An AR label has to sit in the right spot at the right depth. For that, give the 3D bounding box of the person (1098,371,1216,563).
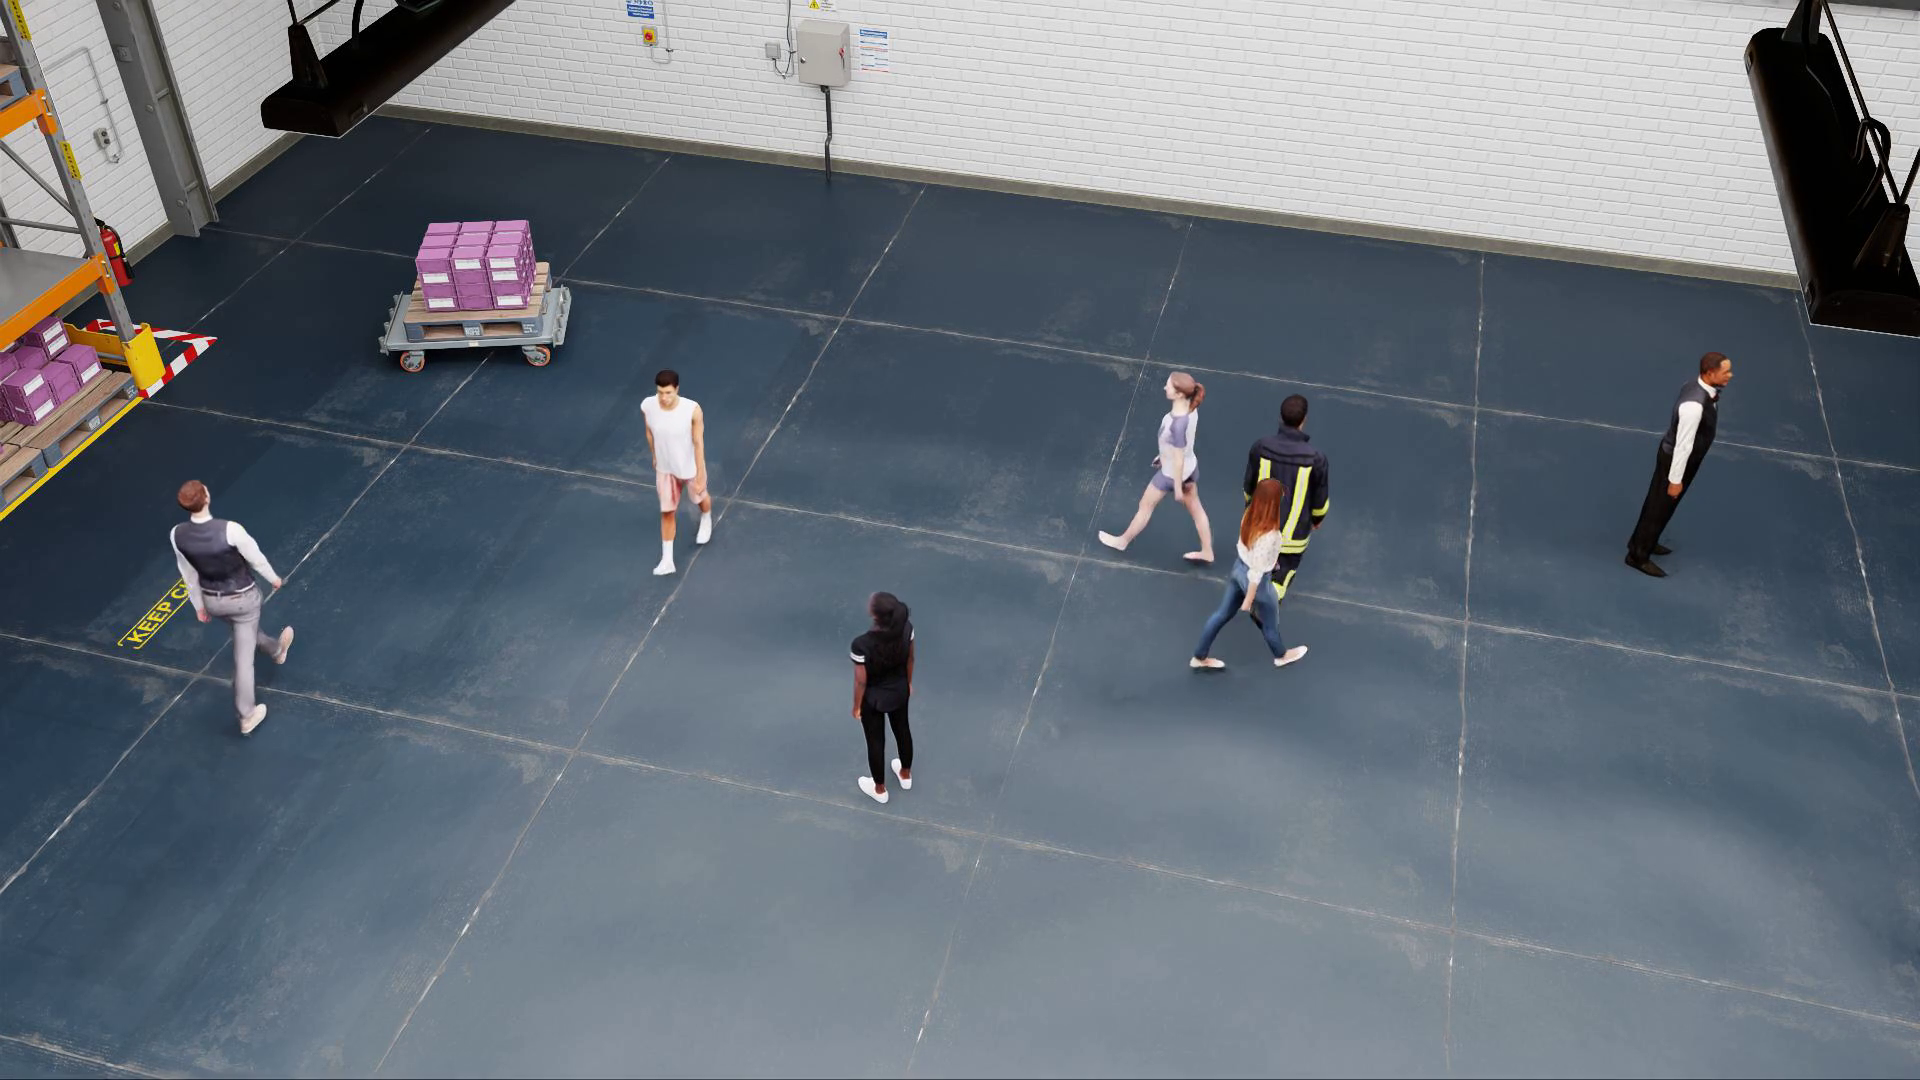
[{"bbox_3d":[1.732,-0.499,12.656,0.759,1.717,1.109,16,41,19],"label":"person"}]

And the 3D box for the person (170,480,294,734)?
[{"bbox_3d":[-4.974,0.473,11.302,0.777,1.889,1.260,4,39,5],"label":"person"}]

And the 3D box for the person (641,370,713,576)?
[{"bbox_3d":[-2.112,-0.621,12.798,0.717,1.730,1.141,7,39,9],"label":"person"}]

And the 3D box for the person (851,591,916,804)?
[{"bbox_3d":[-0.490,1.002,10.769,0.706,1.725,0.776,-23,44,-26],"label":"person"}]

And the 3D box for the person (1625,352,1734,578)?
[{"bbox_3d":[5.451,-0.610,12.635,0.798,1.917,0.589,17,42,20],"label":"person"}]

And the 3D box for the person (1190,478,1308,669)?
[{"bbox_3d":[1.967,0.291,11.689,1.006,1.688,1.120,-9,39,-11],"label":"person"}]

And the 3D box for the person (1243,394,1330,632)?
[{"bbox_3d":[2.327,-0.158,12.079,0.950,1.904,1.150,19,42,22],"label":"person"}]
